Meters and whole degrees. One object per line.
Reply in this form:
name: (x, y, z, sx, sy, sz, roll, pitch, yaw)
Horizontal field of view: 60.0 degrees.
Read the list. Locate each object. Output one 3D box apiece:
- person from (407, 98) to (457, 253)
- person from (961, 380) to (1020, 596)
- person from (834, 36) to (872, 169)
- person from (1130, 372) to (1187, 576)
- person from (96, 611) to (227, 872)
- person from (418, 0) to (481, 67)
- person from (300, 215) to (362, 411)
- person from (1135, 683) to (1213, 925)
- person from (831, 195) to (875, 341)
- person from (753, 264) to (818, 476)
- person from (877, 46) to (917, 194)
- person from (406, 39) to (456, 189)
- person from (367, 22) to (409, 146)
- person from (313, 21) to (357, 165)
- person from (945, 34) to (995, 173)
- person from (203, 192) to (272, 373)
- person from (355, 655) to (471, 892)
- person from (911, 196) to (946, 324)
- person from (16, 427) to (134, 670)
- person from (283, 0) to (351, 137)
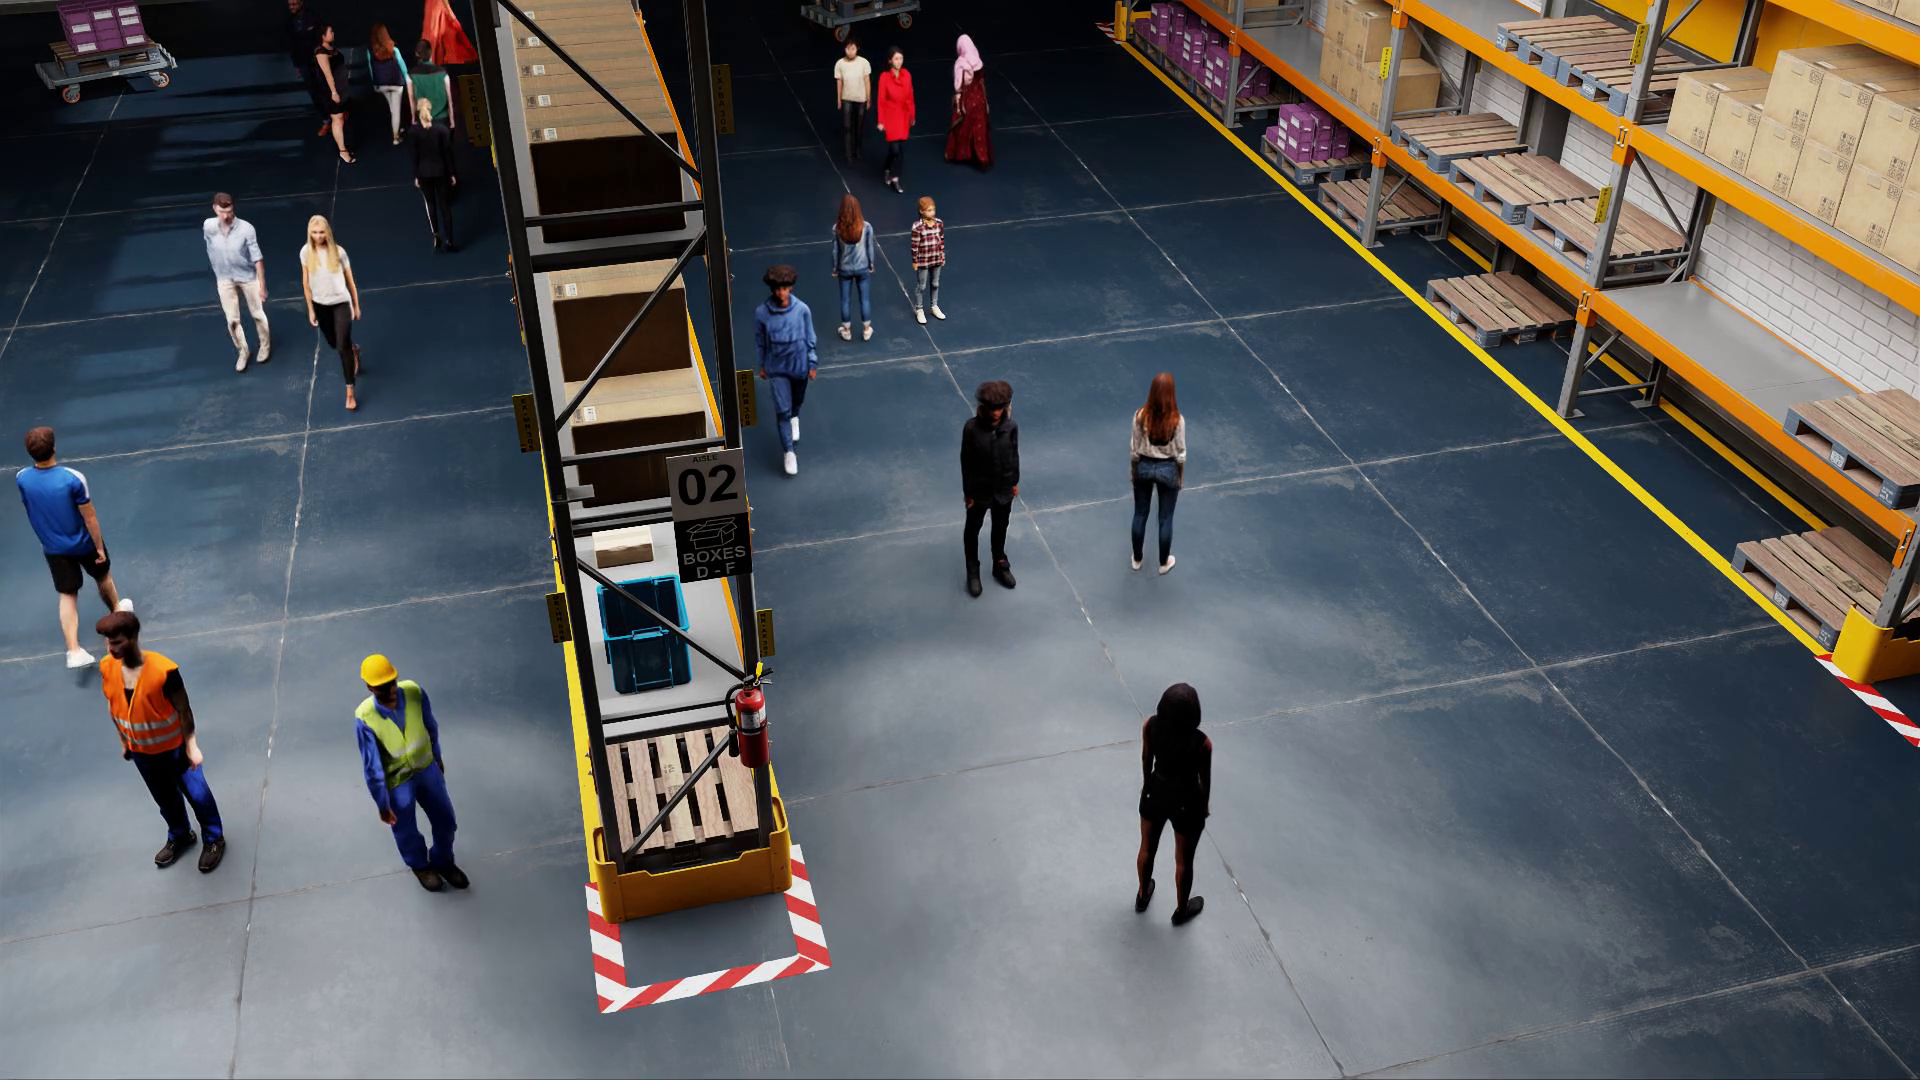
person: (-5.699, -3.906, 18.009, 0.622, 1.684, 0.609, -10, 35, -15)
person: (0.219, -0.433, 12.701, 0.631, 1.776, 0.610, -11, 35, -16)
person: (-1.292, -5.399, 20.365, 0.685, 1.563, 0.939, -4, 34, -6)
person: (1.521, -0.518, 12.873, 0.651, 1.728, 0.660, 9, 35, 14)
person: (-4.877, 1.204, 10.138, 0.773, 1.888, 0.770, 5, 34, 7)
person: (-7.368, -7.329, 23.087, 0.836, 1.764, 1.153, -14, 36, -19)
person: (-5.746, -2.161, 15.286, 0.708, 1.793, 1.152, -3, 34, -5)
person: (1.250, 1.538, 9.768, 0.664, 1.741, 0.724, 18, 37, 24)
person: (-1.048, -2.671, 16.344, 0.601, 1.472, 0.541, -3, 34, -4)
person: (-1.496, -1.558, 14.391, 0.713, 1.779, 1.118, -7, 34, -10)
person: (-0.801, -4.943, 19.520, 0.726, 1.739, 0.765, -21, 39, -29)
person: (-6.118, -4.868, 19.338, 0.648, 1.816, 1.062, -8, 34, -12)
person: (-7.195, -5.712, 20.927, 0.766, 1.463, 0.993, 3, 34, 4)
person: (-7.673, -5.483, 20.352, 0.717, 1.718, 0.542, -10, 35, -15)
person: (0.155, -5.248, 20.110, 0.815, 1.594, 1.037, -19, 38, -26)
person: (-6.831, -2.501, 15.788, 0.719, 1.803, 0.807, -1, 34, -2)
person: (-3.368, 1.362, 9.981, 0.853, 1.799, 0.825, 27, 42, 35)
person: (-0.324, -2.842, 16.751, 0.577, 1.306, 0.585, -17, 37, -23)
person: (-6.400, 0.076, 11.883, 0.741, 1.835, 1.228, -5, 34, -8)
person: (-8.198, -6.091, 21.193, 0.922, 1.799, 0.991, 7, 34, 11)
